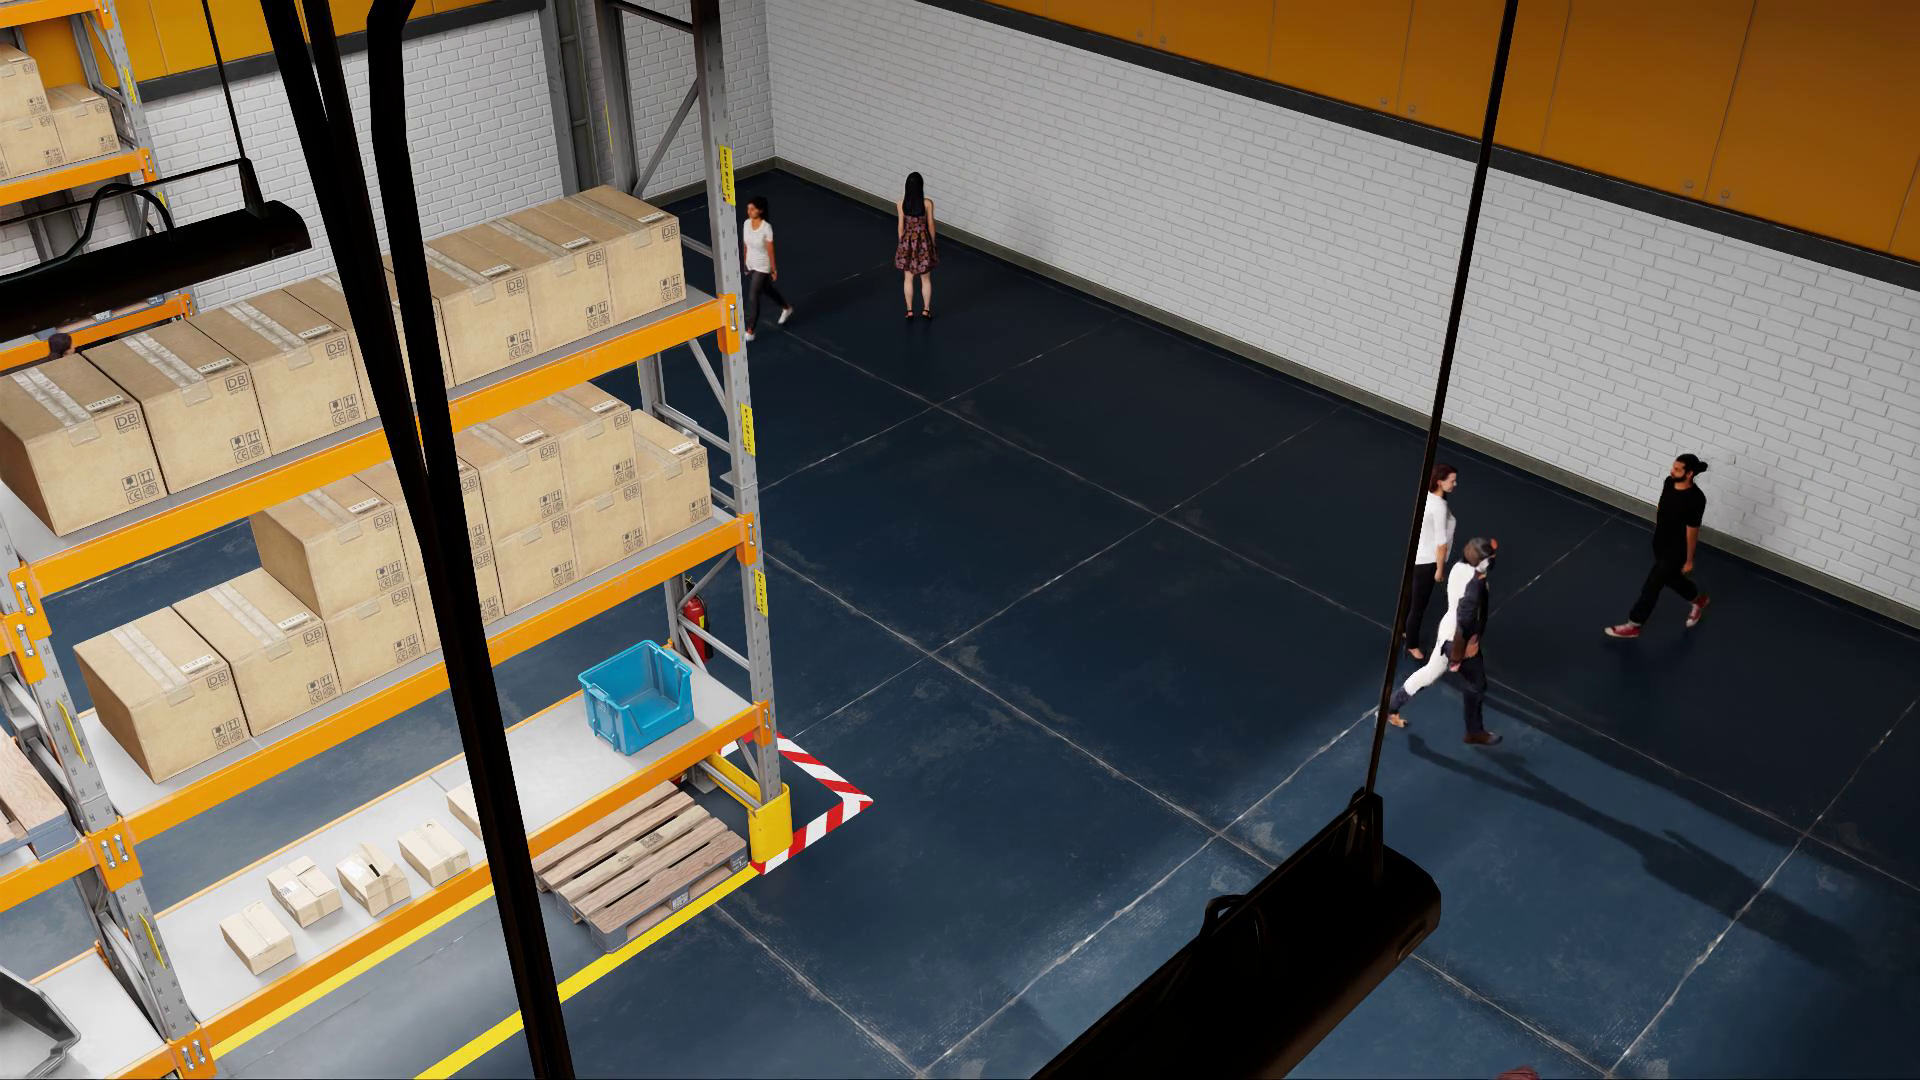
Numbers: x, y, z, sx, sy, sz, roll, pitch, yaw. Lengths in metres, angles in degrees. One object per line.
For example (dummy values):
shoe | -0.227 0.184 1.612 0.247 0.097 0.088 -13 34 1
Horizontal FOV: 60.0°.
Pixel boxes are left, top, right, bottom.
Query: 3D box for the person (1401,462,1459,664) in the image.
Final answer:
person | 3.717 0.167 13.337 0.728 1.793 0.677 -1 34 -2

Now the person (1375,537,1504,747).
person | 3.621 0.748 12.405 1.232 1.855 1.209 2 34 2

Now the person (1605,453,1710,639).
person | 5.899 0.061 13.565 1.240 1.716 1.075 -5 34 -8

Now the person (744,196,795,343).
person | -2.138 -3.008 18.283 0.580 1.605 1.101 28 42 35

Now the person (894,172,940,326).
person | -0.480 -3.247 18.488 0.804 1.774 0.862 1 34 1
